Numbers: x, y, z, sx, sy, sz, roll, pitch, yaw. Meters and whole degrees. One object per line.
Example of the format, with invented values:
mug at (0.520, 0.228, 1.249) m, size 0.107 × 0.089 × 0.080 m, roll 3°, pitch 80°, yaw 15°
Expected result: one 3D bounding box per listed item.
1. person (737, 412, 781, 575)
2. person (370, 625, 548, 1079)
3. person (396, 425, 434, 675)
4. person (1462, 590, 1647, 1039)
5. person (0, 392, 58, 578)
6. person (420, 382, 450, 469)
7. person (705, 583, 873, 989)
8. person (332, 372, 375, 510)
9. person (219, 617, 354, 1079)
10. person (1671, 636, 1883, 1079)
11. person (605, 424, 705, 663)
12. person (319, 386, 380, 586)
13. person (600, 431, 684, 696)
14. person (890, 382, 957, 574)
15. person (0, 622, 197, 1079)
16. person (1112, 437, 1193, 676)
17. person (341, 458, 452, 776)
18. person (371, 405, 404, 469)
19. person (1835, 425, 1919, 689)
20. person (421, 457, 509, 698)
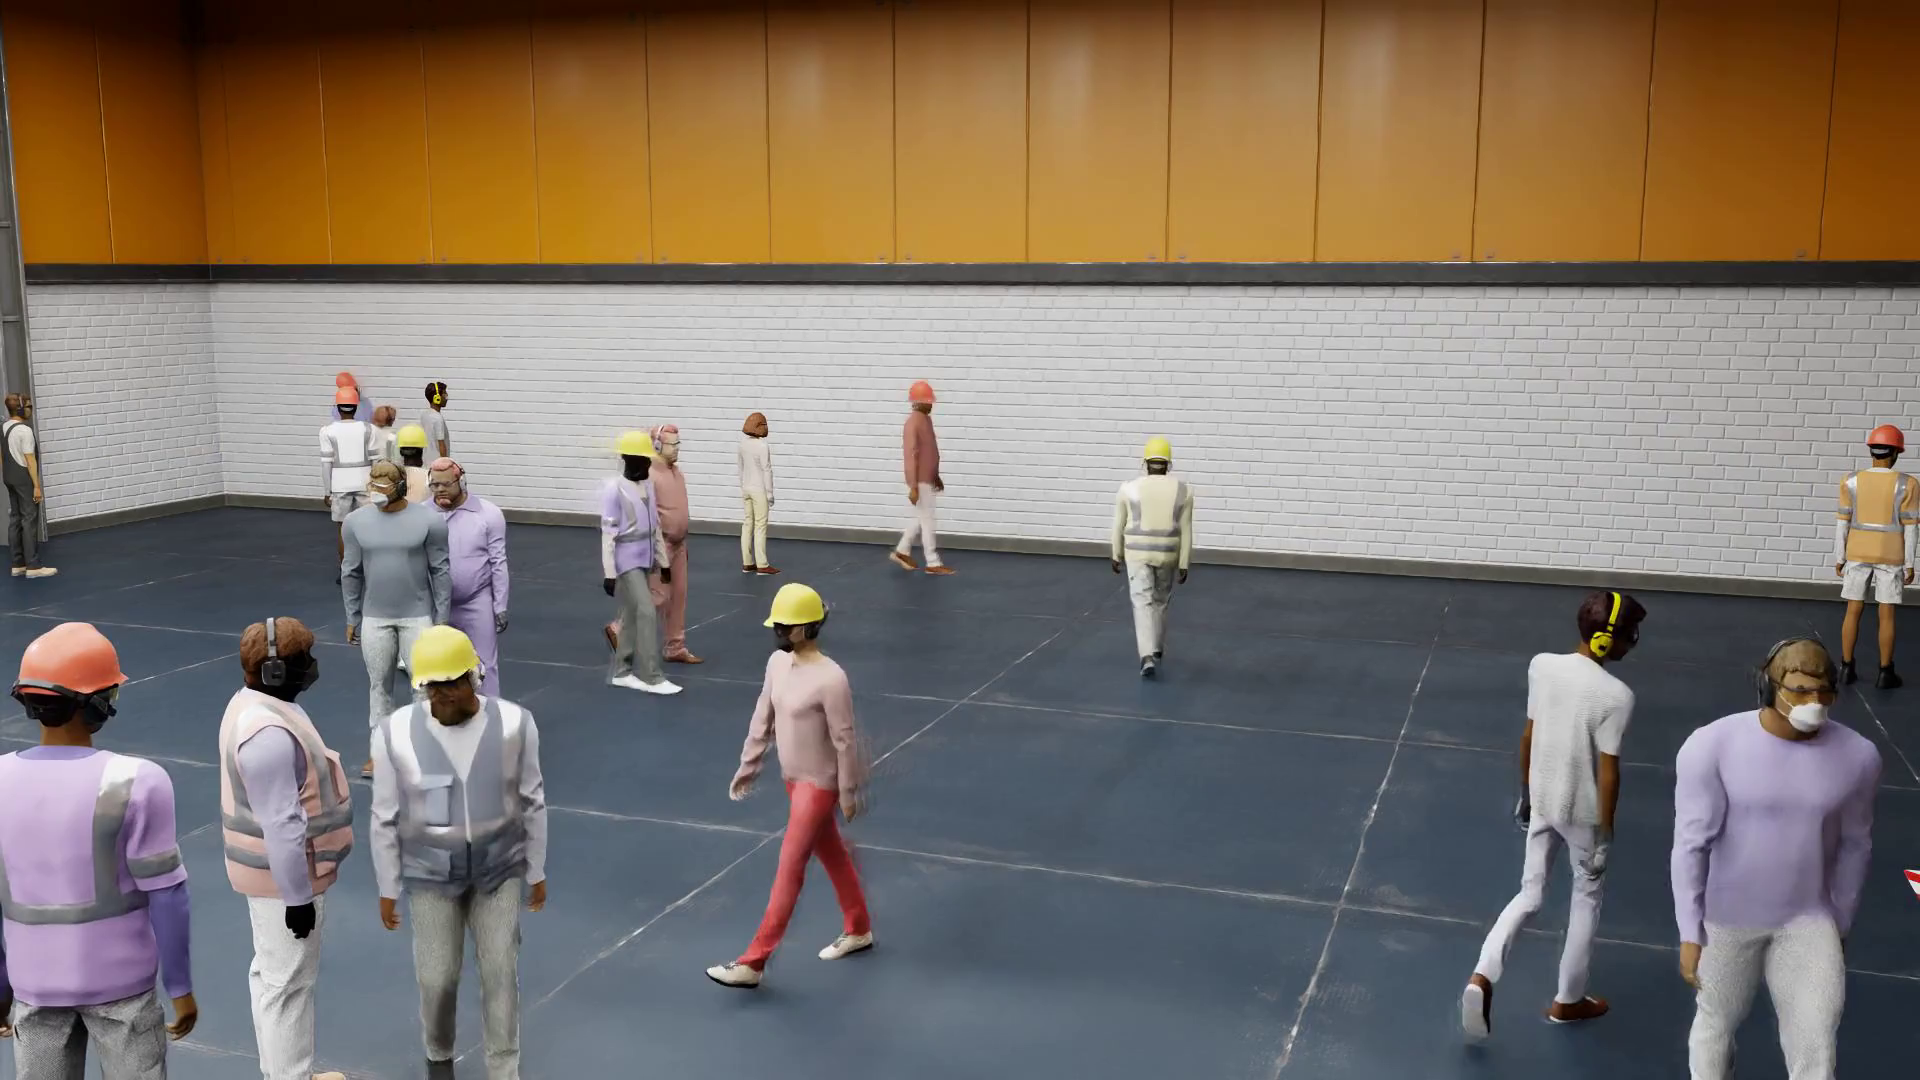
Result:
person at (-2.039, -0.468, 16.728) m, size 0.278 × 1.634 × 0.499 m, roll -8°, pitch 12°, yaw -42°
person at (-1.785, 1.185, 5.966) m, size 0.601 × 1.812 × 0.409 m, roll -4°, pitch 10°, yaw -24°
person at (-4.144, 0.068, 12.642) m, size 0.607 × 1.889 × 0.960 m, roll 1°, pitch 9°, yaw 4°
person at (2.326, 1.084, 6.510) m, size 0.768 × 1.827 × 0.552 m, roll -6°, pitch 11°, yaw -34°
person at (-9.316, -0.544, 16.549) m, size 0.520 × 1.844 × 0.331 m, roll 5°, pitch 11°, yaw 31°
person at (-5.571, -0.757, 17.796) m, size 0.316 × 1.870 × 0.531 m, roll -8°, pitch 12°, yaw -39°
person at (-0.725, 1.041, 7.102) m, size 0.908 × 1.721 × 0.525 m, roll -6°, pitch 11°, yaw -34°
person at (-7.028, -1.029, 19.470) m, size 0.454 × 1.881 × 0.641 m, roll 7°, pitch 11°, yaw 36°
person at (-2.361, 1.178, 5.875) m, size 0.429 × 1.845 × 0.621 m, roll -5°, pitch 10°, yaw -28°
person at (2.572, 1.250, 5.245) m, size 0.645 × 1.895 × 0.952 m, roll 1°, pitch 9°, yaw 9°
person at (-2.356, 0.042, 12.823) m, size 0.648 × 1.887 × 0.643 m, roll 3°, pitch 10°, yaw 16°
person at (-5.897, -0.520, 16.118) m, size 0.545 × 1.938 × 0.362 m, roll -5°, pitch 10°, yaw -27°
person at (-2.225, 0.173, 11.929) m, size 0.796 × 1.899 × 0.610 m, roll 3°, pitch 10°, yaw 18°
person at (-0.370, -0.606, 16.686) m, size 0.719 × 1.952 × 0.644 m, roll 2°, pitch 9°, yaw 10°
person at (-2.521, 1.247, 4.821) m, size 0.611 × 2.042 × 0.394 m, roll 0°, pitch 9°, yaw -1°
person at (1.465, 0.114, 12.627) m, size 0.586 × 1.796 × 0.900 m, roll 0°, pitch 9°, yaw -2°
person at (-3.382, 0.465, 10.008) m, size 0.635 × 1.935 × 0.350 m, roll -1°, pitch 9°, yaw -6°
person at (-6.255, -0.664, 18.047) m, size 0.519 × 1.597 × 0.841 m, roll 3°, pitch 10°, yaw 18°
person at (6.701, 0.122, 12.166) m, size 0.543 × 1.928 × 0.373 m, roll 8°, pitch 12°, yaw 41°
person at (-3.160, 0.420, 10.426) m, size 0.659 × 1.894 × 0.400 m, roll -1°, pitch 9°, yaw -5°
